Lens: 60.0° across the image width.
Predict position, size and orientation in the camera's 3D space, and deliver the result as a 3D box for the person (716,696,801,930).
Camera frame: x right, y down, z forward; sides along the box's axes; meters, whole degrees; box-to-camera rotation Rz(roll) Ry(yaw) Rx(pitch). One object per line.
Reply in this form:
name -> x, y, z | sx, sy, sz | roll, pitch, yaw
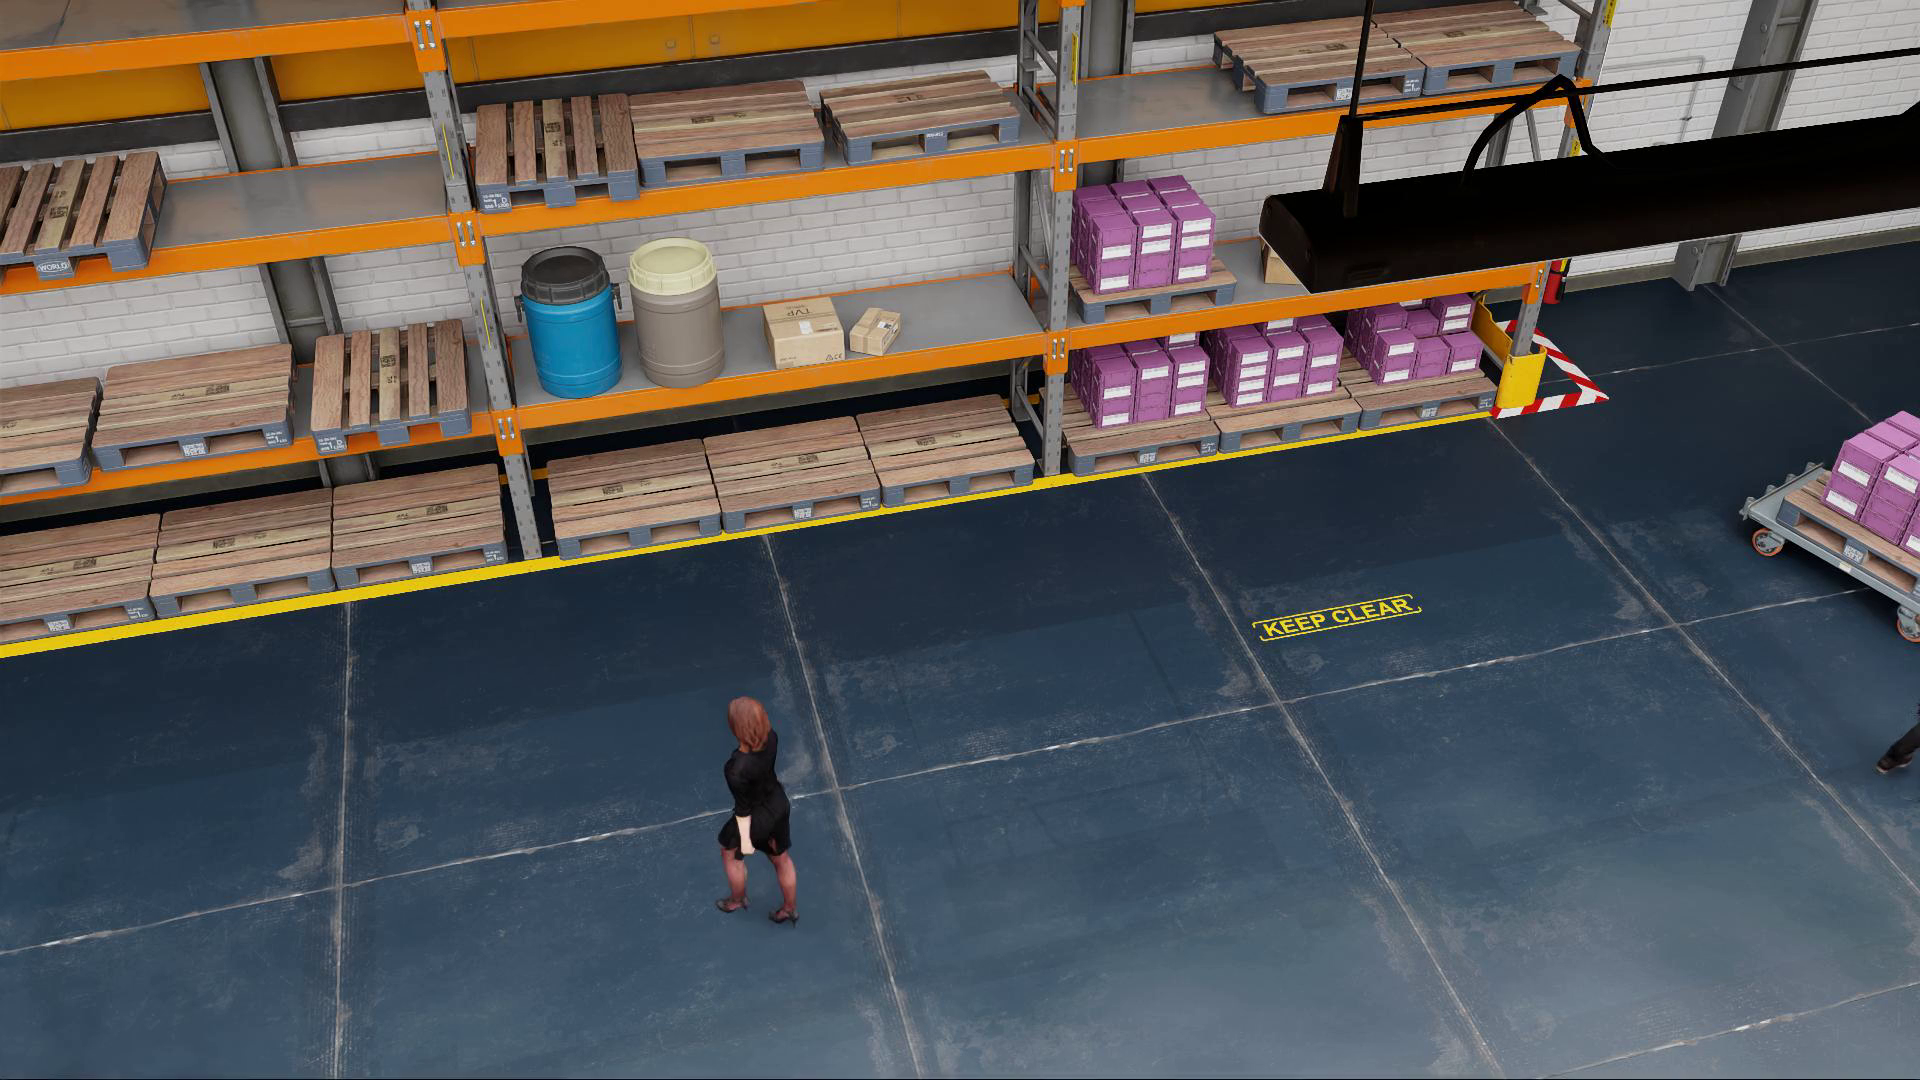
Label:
person -> -1.019, 1.549, 9.112 | 0.882, 1.691, 0.816 | 17, 42, 20
